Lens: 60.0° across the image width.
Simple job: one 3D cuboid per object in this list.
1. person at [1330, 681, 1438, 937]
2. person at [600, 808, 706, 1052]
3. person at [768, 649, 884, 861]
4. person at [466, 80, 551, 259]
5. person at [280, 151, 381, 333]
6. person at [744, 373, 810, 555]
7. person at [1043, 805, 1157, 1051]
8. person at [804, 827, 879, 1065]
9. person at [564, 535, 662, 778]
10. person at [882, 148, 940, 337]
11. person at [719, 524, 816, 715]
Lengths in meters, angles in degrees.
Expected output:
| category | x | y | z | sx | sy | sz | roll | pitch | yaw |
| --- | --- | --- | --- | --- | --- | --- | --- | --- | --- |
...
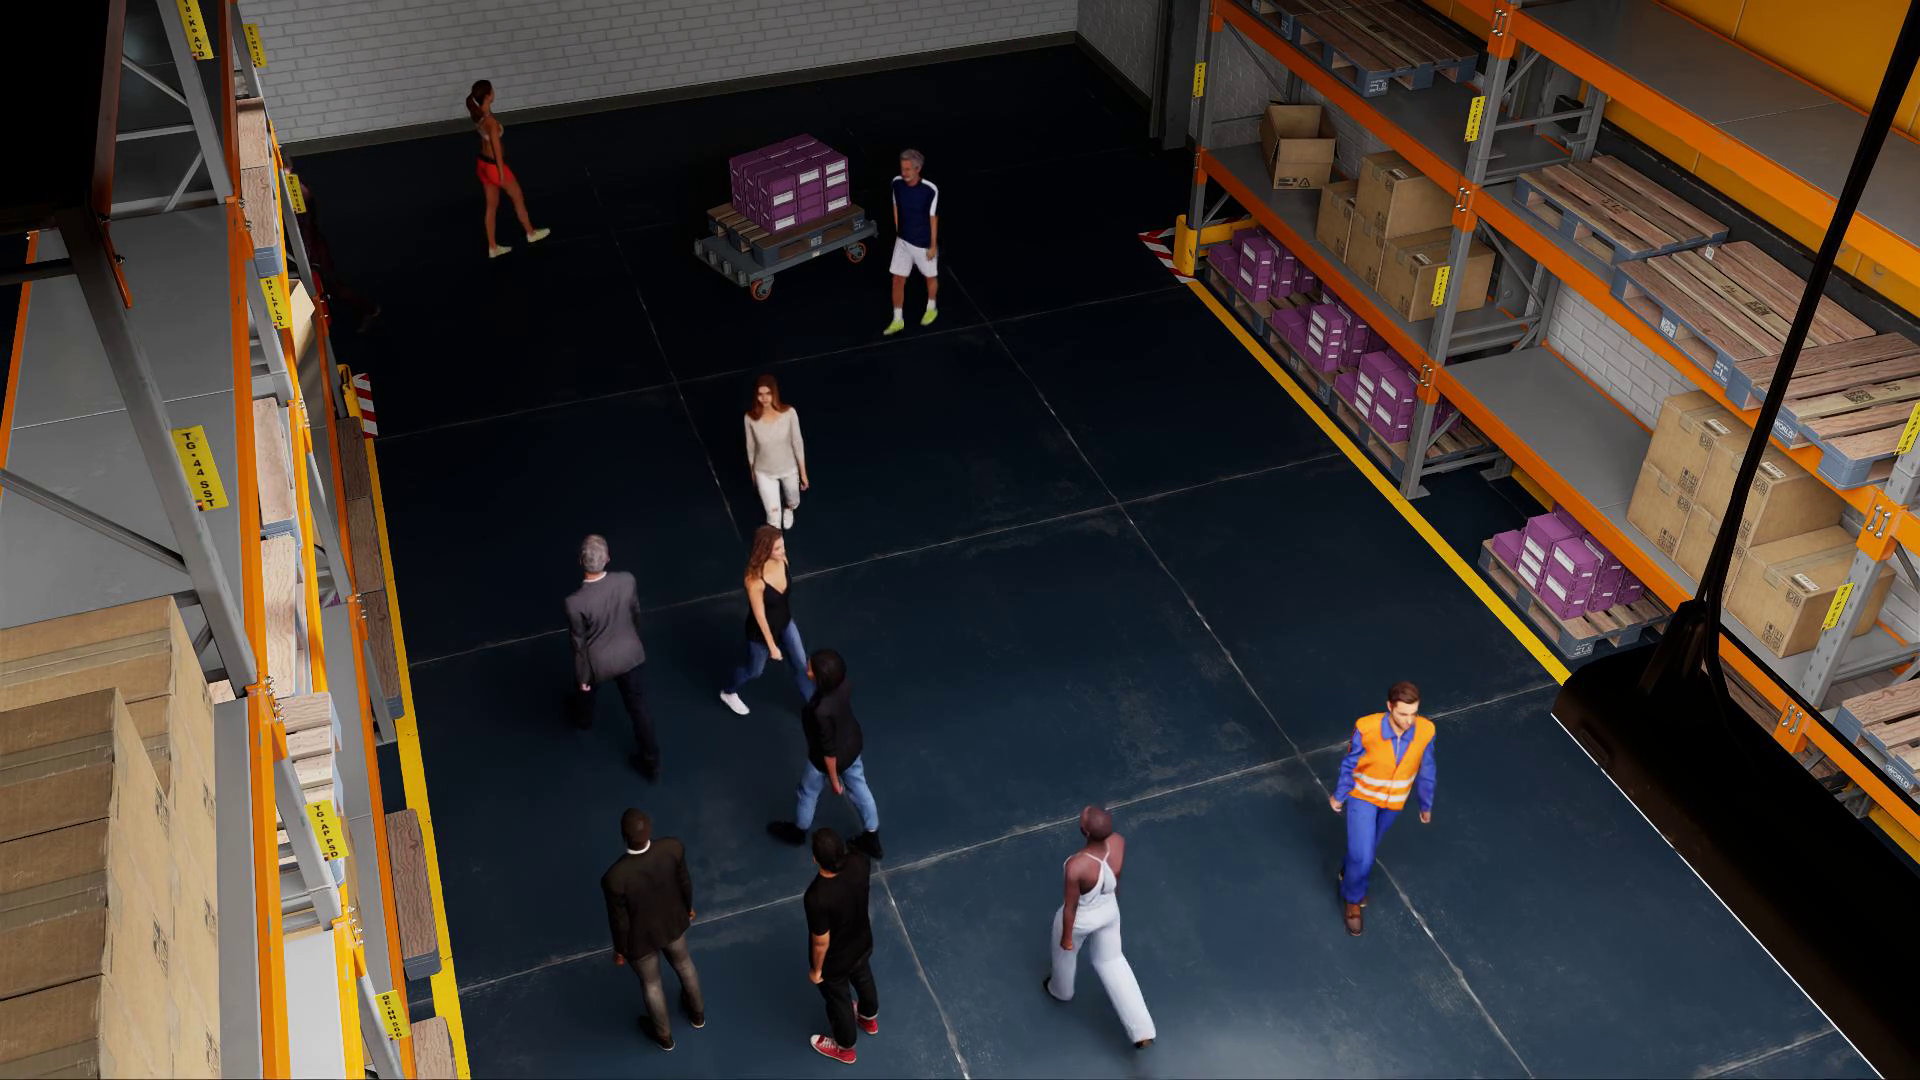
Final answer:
| category | x | y | z | sx | sy | sz | roll | pitch | yaw |
| --- | --- | --- | --- | --- | --- | --- | --- | --- | --- |
| person | 2.446 | 1.461 | 9.849 | 0.790 | 1.849 | 0.816 | -6 | 39 | -7 |
| person | -1.665 | 2.113 | 9.072 | 0.731 | 1.799 | 0.672 | -28 | 46 | -30 |
| person | -0.671 | 1.352 | 10.125 | 1.024 | 1.675 | 0.946 | 18 | 42 | 21 |
| person | -4.614 | -3.571 | 16.217 | 0.981 | 1.766 | 0.929 | 31 | 48 | 33 |
| person | -5.782 | -2.645 | 14.992 | 1.030 | 1.847 | 1.174 | -31 | 48 | -33 |
| person | -1.369 | -0.572 | 12.522 | 0.743 | 1.690 | 1.124 | -5 | 39 | -7 |
| person | 0.769 | 2.138 | 9.075 | 0.814 | 1.757 | 1.136 | -26 | 46 | -29 |
| person | -0.642 | 2.186 | 9.016 | 0.729 | 1.756 | 0.706 | 24 | 44 | 27 |
| person | -2.212 | 0.796 | 10.734 | 1.032 | 1.784 | 1.323 | -30 | 47 | -32 |
| person | -0.343 | -2.772 | 15.182 | 0.962 | 1.808 | 1.028 | 14 | 41 | 17 |
| person | -1.345 | 0.577 | 11.094 | 1.156 | 1.676 | 1.027 | 20 | 43 | 24 |
